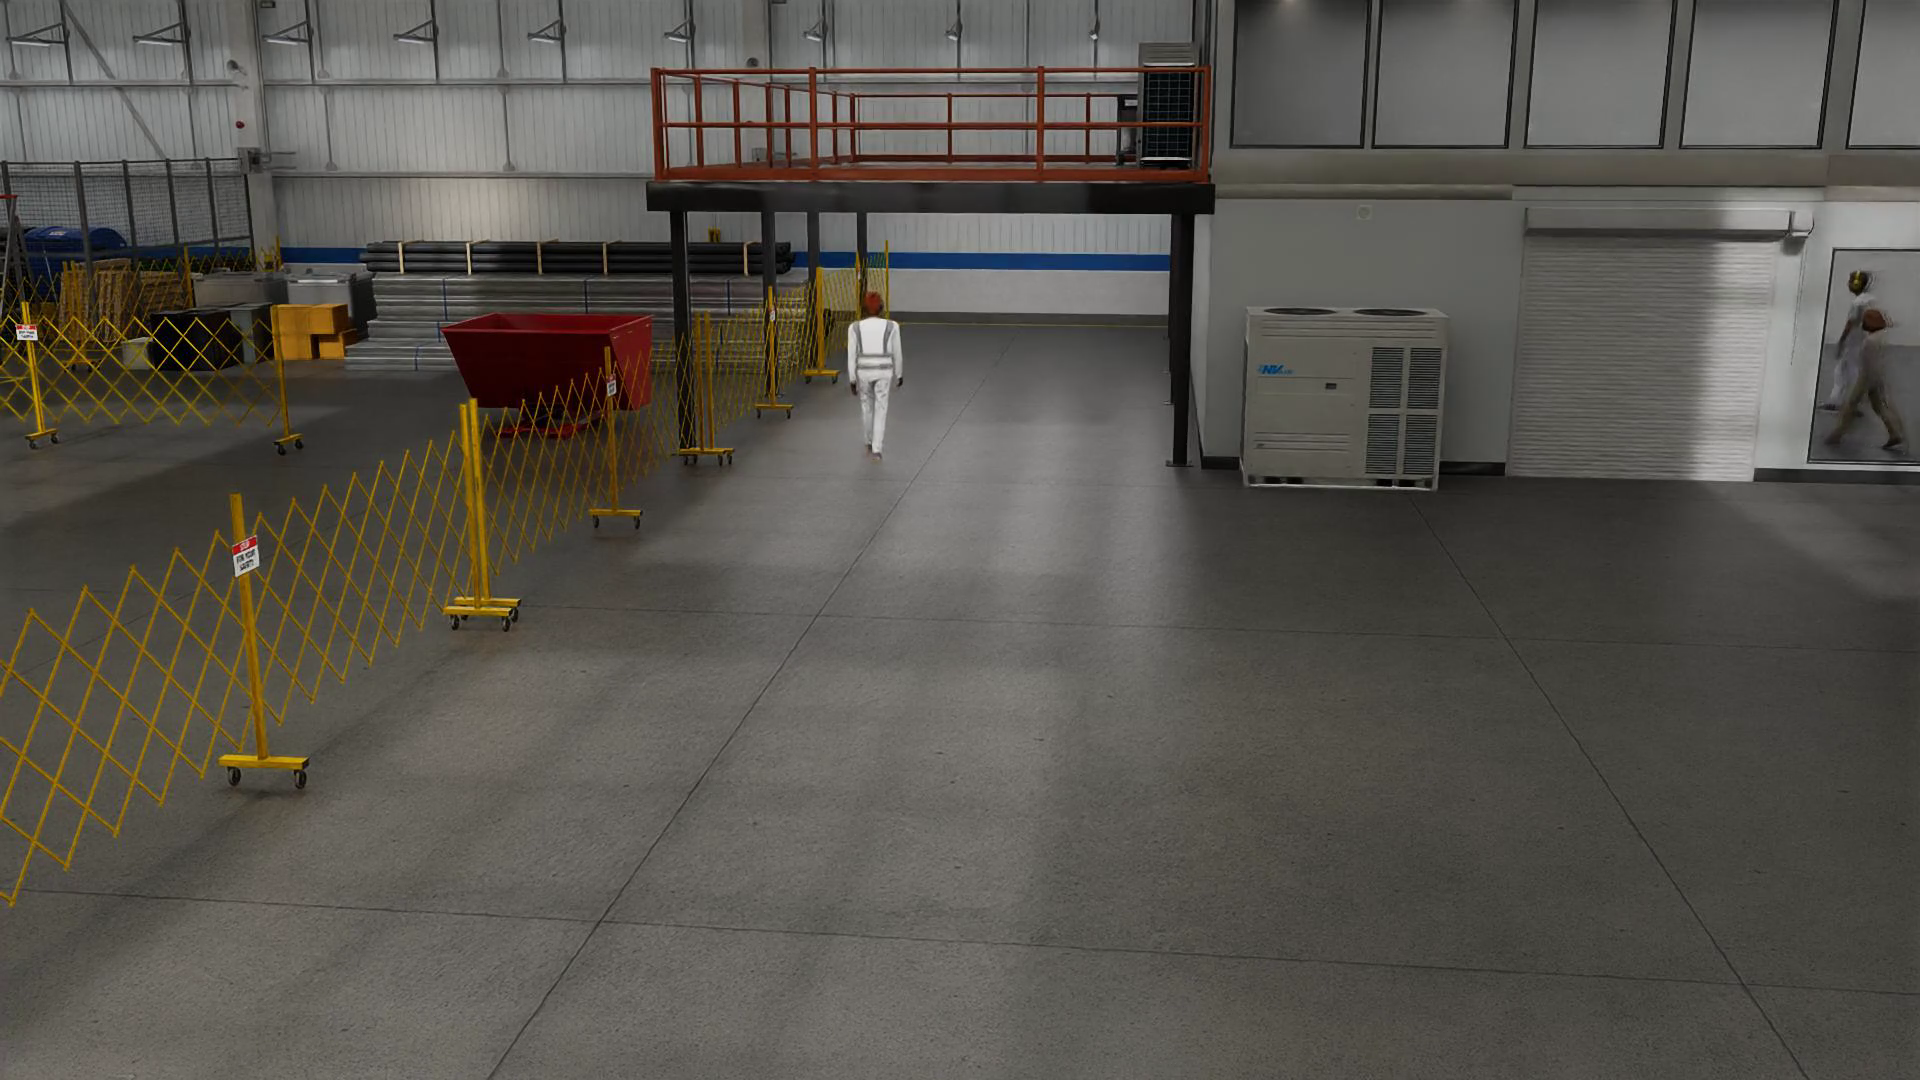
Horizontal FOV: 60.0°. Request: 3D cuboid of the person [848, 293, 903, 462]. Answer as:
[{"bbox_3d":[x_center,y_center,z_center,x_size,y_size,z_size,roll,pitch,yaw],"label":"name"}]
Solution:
[{"bbox_3d":[-0.936,-1.810,18.395,0.581,1.832,1.003,1,14,5],"label":"person"}]
